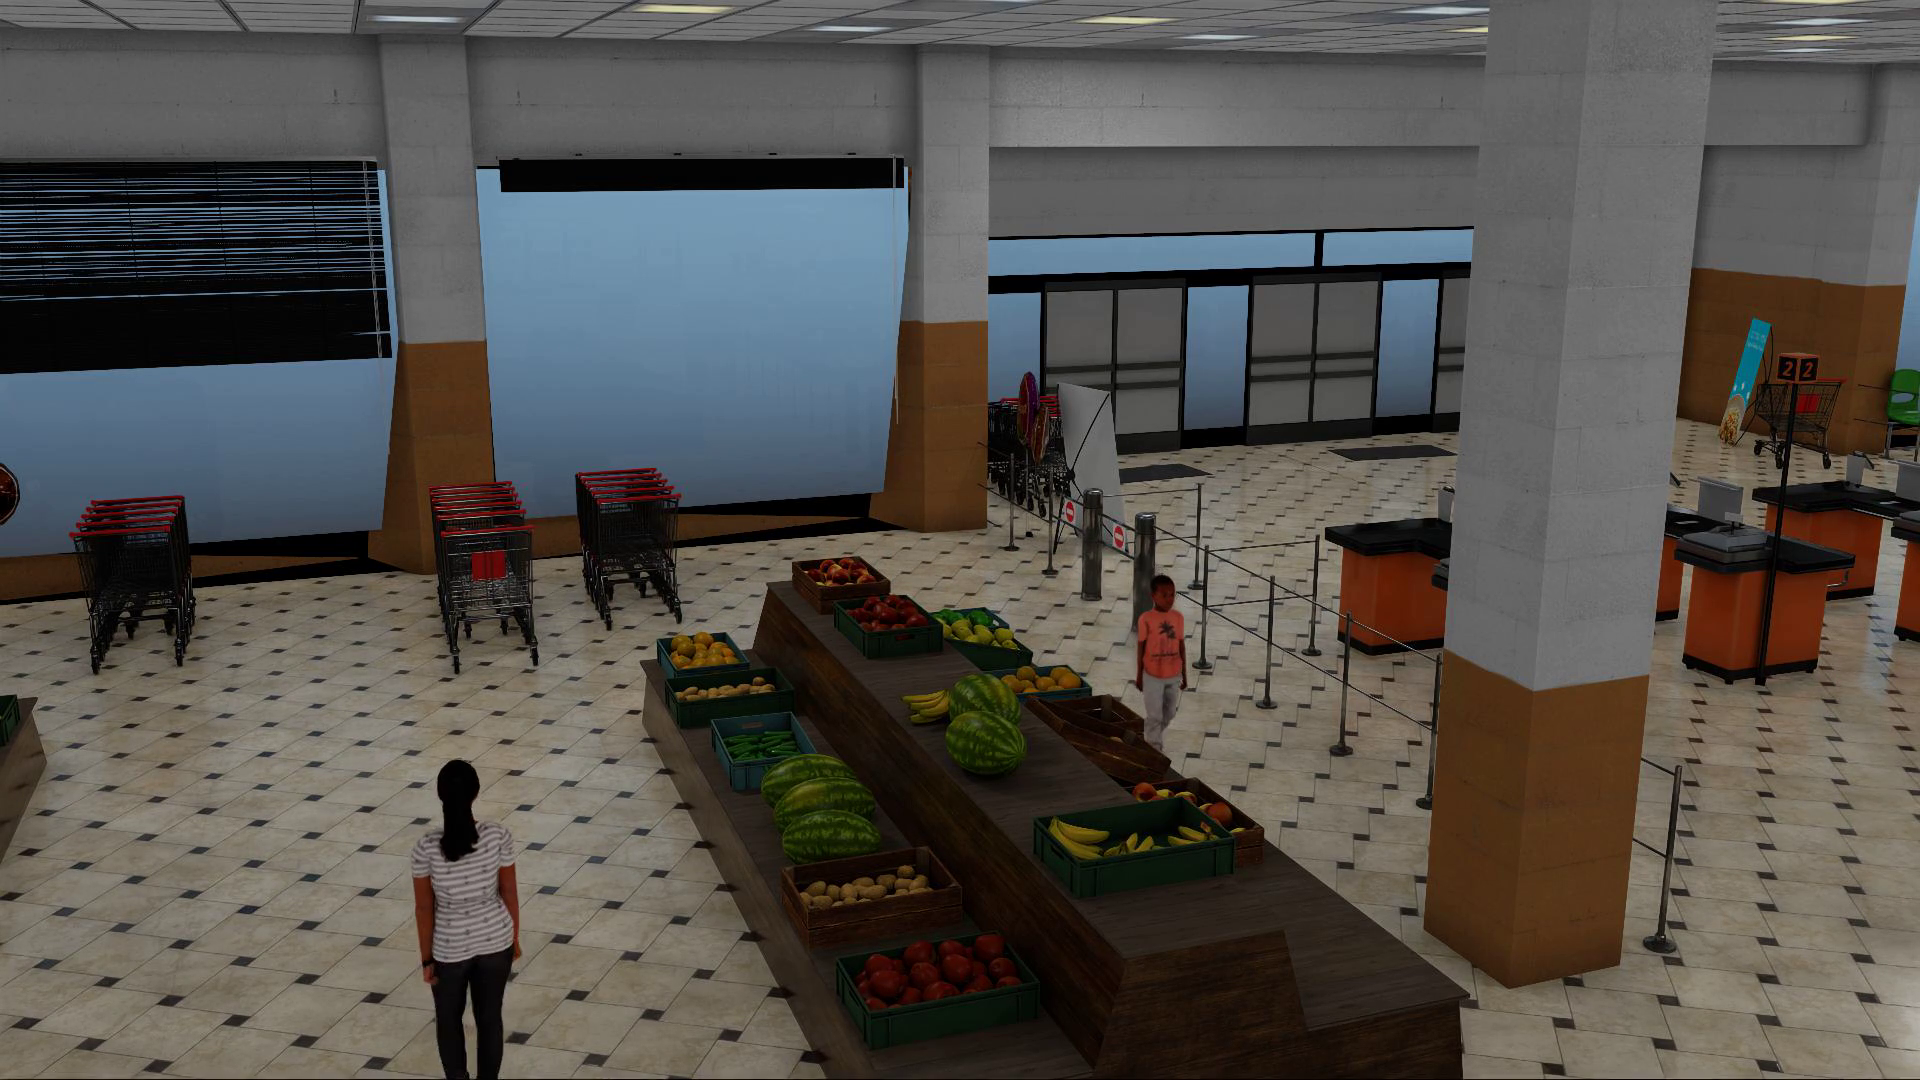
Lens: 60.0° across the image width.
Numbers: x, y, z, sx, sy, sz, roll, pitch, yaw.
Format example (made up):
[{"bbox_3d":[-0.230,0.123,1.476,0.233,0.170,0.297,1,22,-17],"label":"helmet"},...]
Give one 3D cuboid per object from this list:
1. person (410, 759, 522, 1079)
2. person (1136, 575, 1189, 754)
[{"bbox_3d":[-2.015,1.712,6.868,0.569,1.634,0.748,-4,14,-18],"label":"person"},{"bbox_3d":[1.327,0.859,11.085,0.569,1.306,0.808,-3,14,-12],"label":"person"}]
